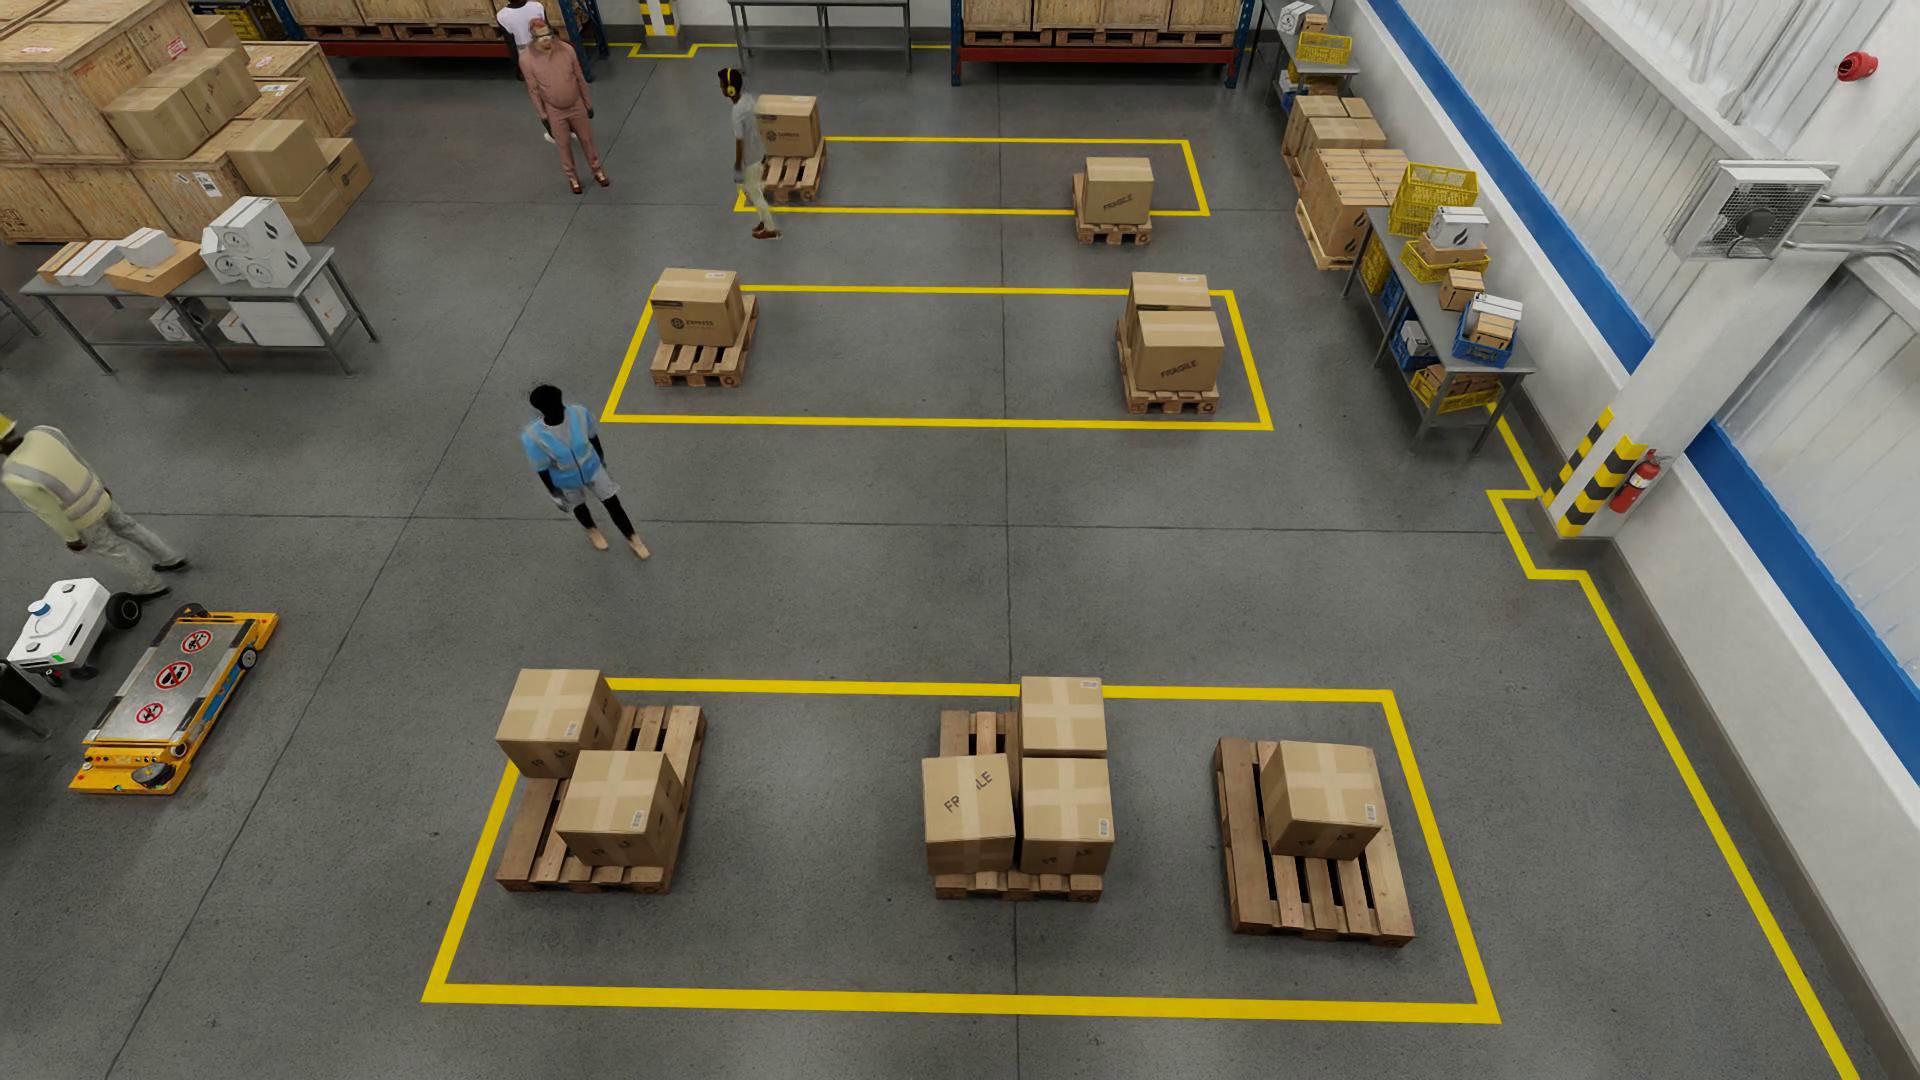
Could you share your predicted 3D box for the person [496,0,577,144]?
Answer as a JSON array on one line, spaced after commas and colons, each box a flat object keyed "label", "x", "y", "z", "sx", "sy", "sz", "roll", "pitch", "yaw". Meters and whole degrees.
[{"label": "person", "x": -5.192, "y": -5.868, "z": 11.242, "sx": 0.588, "sy": 1.920, "sz": 0.392, "roll": -34, "pitch": 58, "yaw": -25}]

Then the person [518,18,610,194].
[{"label": "person", "x": -4.520, "y": -4.937, "z": 10.471, "sx": 0.632, "sy": 1.899, "sz": 0.402, "roll": -26, "pitch": 54, "yaw": -20}]

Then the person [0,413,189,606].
[{"label": "person", "x": -6.281, "y": -0.230, "z": 6.528, "sx": 0.404, "sy": 1.830, "sz": 0.598, "roll": -10, "pitch": 51, "yaw": -8}]

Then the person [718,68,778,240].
[{"label": "person", "x": -2.269, "y": -4.067, "z": 9.758, "sx": 0.470, "sy": 1.853, "sz": 0.522, "roll": 2, "pitch": 50, "yaw": 1}]

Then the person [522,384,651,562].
[{"label": "person", "x": -2.795, "y": -0.437, "z": 6.804, "sx": 0.552, "sy": 1.673, "sz": 0.671, "roll": -35, "pitch": 58, "yaw": -26}]

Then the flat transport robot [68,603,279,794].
[{"label": "flat transport robot", "x": -5.504, "y": 1.072, "z": 6.442, "sx": 0.652, "sy": 0.197, "sz": 1.431, "roll": 1, "pitch": 50, "yaw": 1}]

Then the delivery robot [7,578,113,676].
[{"label": "delivery robot", "x": -6.452, "y": 0.617, "z": 6.583, "sx": 0.477, "sy": 0.478, "sz": 0.707, "roll": -6, "pitch": 50, "yaw": -5}]
